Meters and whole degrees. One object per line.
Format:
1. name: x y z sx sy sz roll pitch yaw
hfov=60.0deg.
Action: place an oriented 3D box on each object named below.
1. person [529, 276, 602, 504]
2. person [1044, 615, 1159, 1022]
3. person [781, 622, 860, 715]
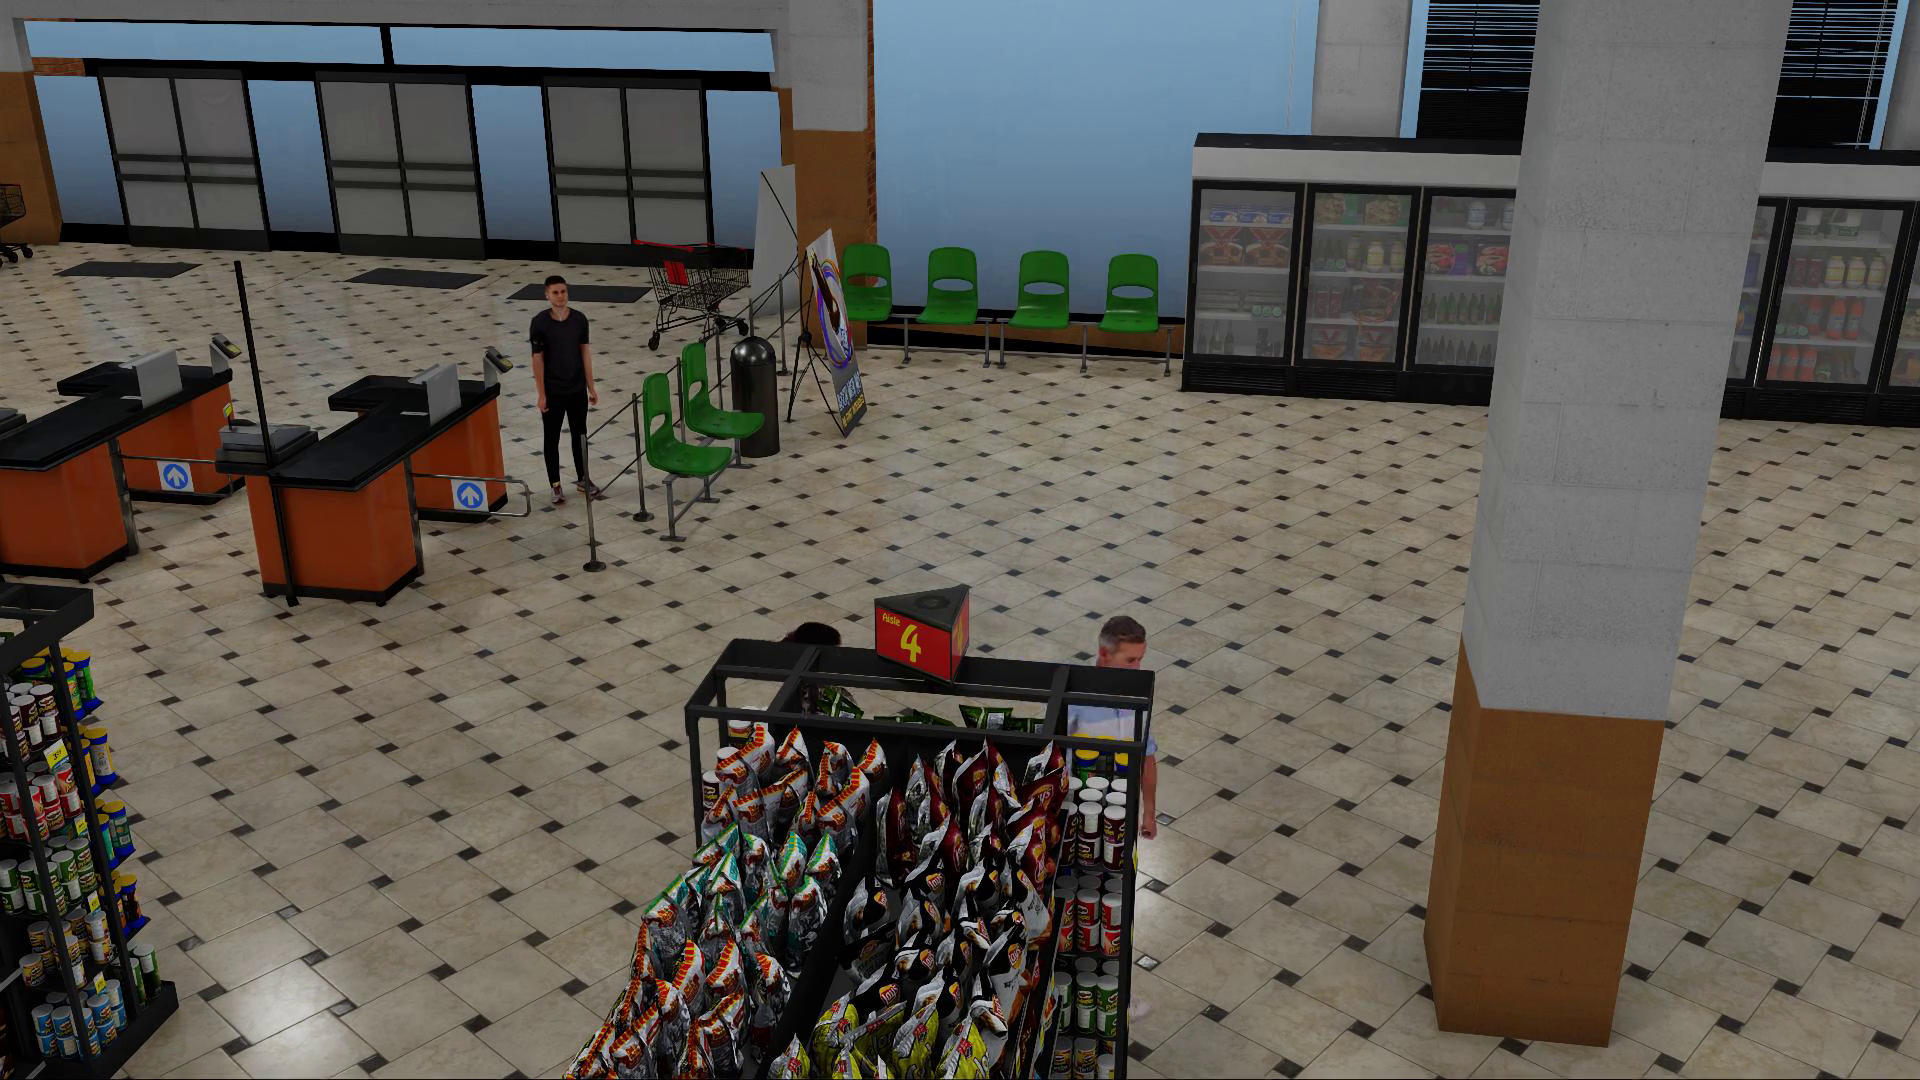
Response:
1. person: -3.075 -1.182 12.917 0.713 1.764 0.775 -15 26 -33
2. person: 0.512 1.110 7.210 1.195 1.766 1.252 -14 26 -30
3. person: -0.668 1.136 7.235 0.695 1.700 0.905 6 23 16
